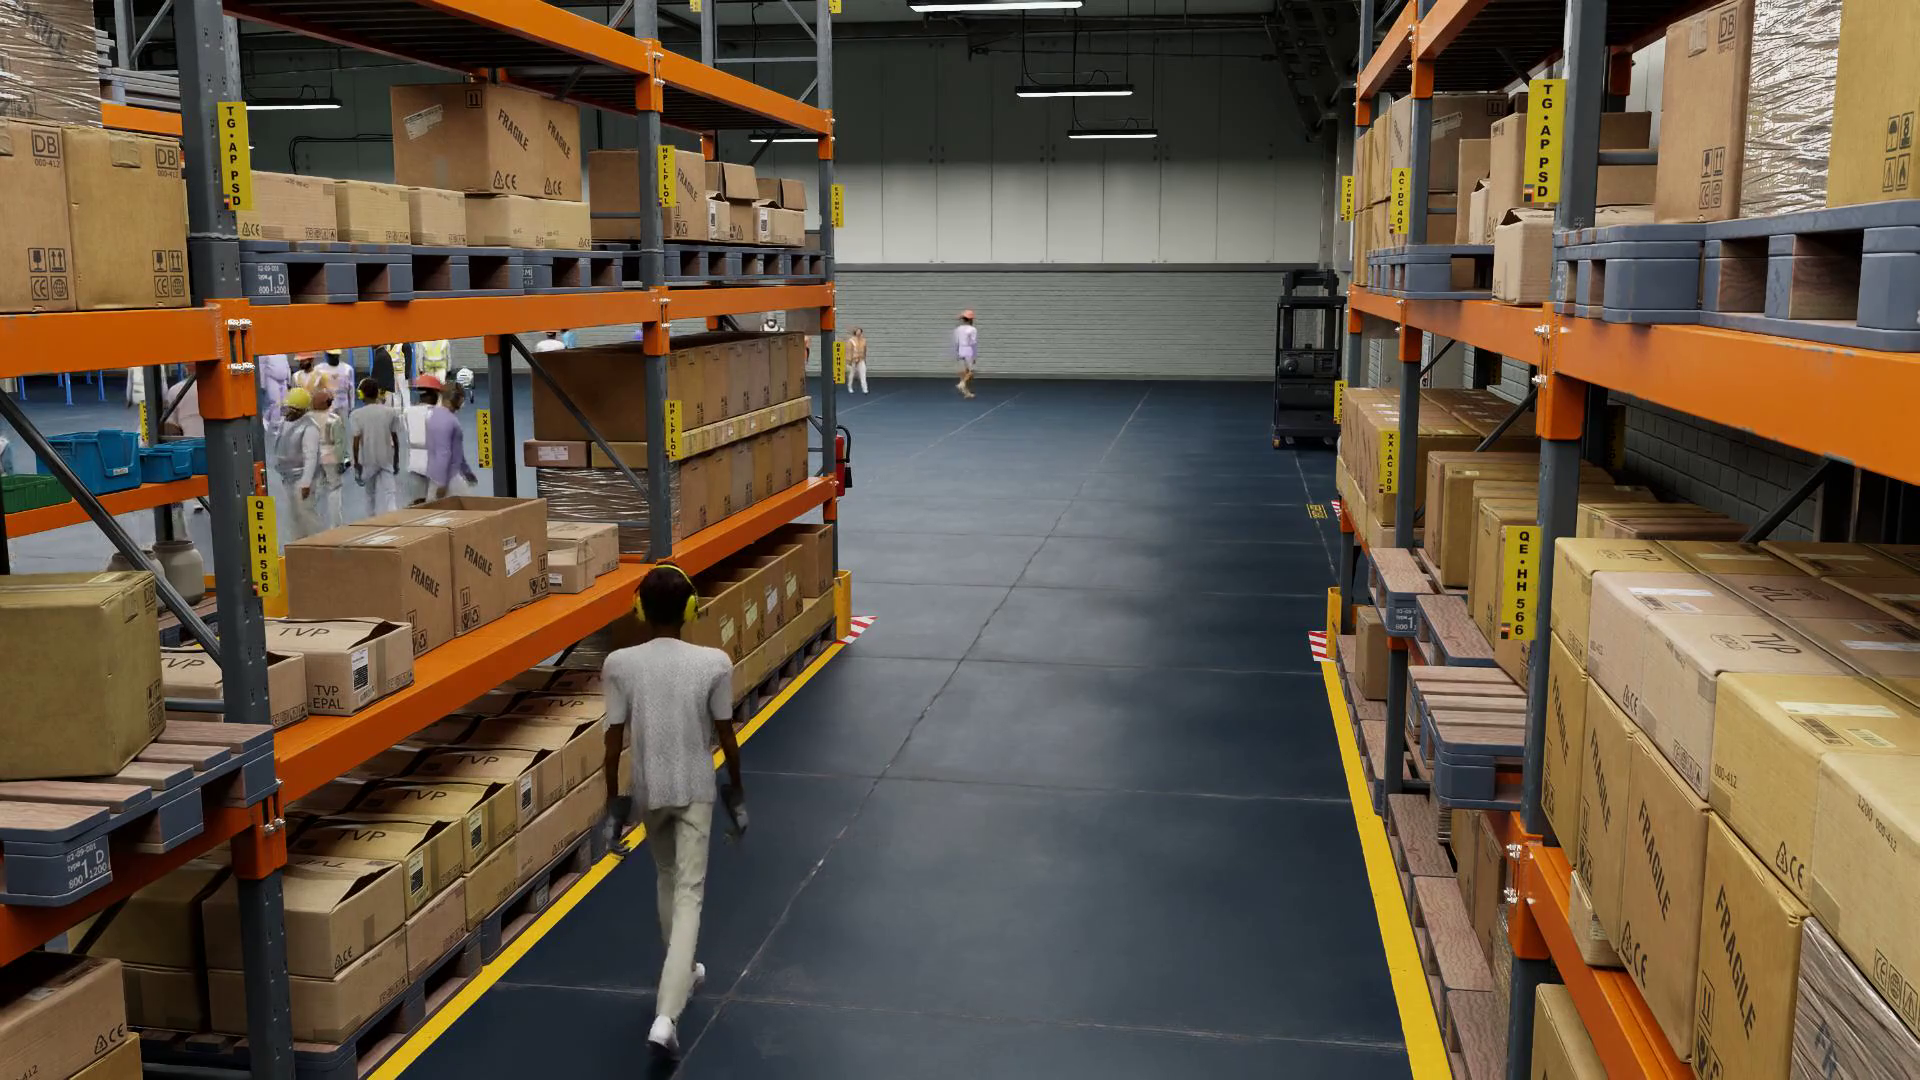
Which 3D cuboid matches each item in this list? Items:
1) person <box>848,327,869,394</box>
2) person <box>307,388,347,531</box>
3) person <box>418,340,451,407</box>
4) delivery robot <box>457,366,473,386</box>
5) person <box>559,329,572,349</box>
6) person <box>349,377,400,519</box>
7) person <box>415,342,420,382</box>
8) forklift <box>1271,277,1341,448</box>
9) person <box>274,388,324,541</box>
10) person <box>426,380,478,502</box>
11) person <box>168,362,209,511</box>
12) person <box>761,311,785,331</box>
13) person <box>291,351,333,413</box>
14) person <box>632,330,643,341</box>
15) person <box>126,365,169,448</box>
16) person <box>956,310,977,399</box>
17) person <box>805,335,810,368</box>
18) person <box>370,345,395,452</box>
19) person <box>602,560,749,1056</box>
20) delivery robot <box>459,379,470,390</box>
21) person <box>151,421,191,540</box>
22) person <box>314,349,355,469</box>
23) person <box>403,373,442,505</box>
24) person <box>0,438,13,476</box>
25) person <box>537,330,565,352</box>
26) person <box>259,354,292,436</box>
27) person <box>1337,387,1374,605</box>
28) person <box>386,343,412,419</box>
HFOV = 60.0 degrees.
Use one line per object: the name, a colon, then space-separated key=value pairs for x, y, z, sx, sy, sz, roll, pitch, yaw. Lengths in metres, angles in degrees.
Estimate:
person: x=-2.460 y=-4.278 z=39.601 sx=0.531 sy=1.589 sz=0.893 roll=-5 pitch=10 yaw=-28
person: x=-7.060 y=-0.859 z=18.399 sx=0.528 sy=1.623 sz=0.544 roll=3 pitch=10 yaw=16
person: x=-10.916 y=-3.570 z=34.598 sx=0.633 sy=1.808 sz=0.908 roll=-2 pitch=9 yaw=-11
delivery robot: x=-12.329 y=-4.083 z=41.410 sx=0.477 sy=0.478 sz=0.707 roll=-2 pitch=9 yaw=-11
person: x=-9.702 y=-4.554 z=41.050 sx=0.369 sy=1.666 sz=0.675 roll=-2 pitch=9 yaw=-9
person: x=-6.082 y=-0.790 z=17.386 sx=0.525 sy=1.822 sz=0.989 roll=-5 pitch=10 yaw=-28
person: x=-13.953 y=-4.886 z=43.321 sx=0.855 sy=1.582 sz=0.528 roll=7 pitch=11 yaw=36
forklift: x=5.847 y=-3.016 z=27.970 sx=1.129 sy=2.768 sz=1.873 roll=1 pitch=9 yaw=9
person: x=-6.546 y=-0.619 z=16.462 sx=0.408 sy=1.781 sz=0.673 roll=-9 pitch=13 yaw=-44
person: x=-4.881 y=-0.590 z=15.968 sx=0.986 sy=1.877 sz=0.627 roll=-4 pitch=10 yaw=-25
person: x=-9.360 y=-1.305 z=20.446 sx=0.659 sy=1.860 sz=0.980 roll=-4 pitch=10 yaw=-22
person: x=-4.236 y=-4.131 z=37.425 sx=0.712 sy=2.000 sz=0.847 roll=-2 pitch=9 yaw=-11
person: x=-8.804 y=-1.655 z=22.420 sx=0.568 sy=1.908 sz=0.752 roll=2 pitch=10 yaw=14
person: x=-5.312 y=-2.564 z=27.962 sx=0.444 sy=1.926 sz=0.628 roll=8 pitch=12 yaw=41
person: x=-12.729 y=-2.230 z=26.079 sx=0.637 sy=1.884 sz=1.030 roll=2 pitch=9 yaw=13
person: x=0.129 y=-4.250 z=38.086 sx=0.606 sy=2.028 sz=0.560 roll=8 pitch=12 yaw=42
person: x=-3.896 y=-4.443 z=40.304 sx=0.549 sy=1.680 sz=0.412 roll=-3 pitch=10 yaw=-16
person: x=-9.373 y=-2.421 z=26.946 sx=0.415 sy=1.986 sz=0.605 roll=-3 pitch=10 yaw=-19
person: x=-1.093 y=0.997 z=6.350 sx=0.526 sy=1.840 sz=0.962 roll=1 pitch=9 yaw=5
delivery robot: x=-10.968 y=-3.427 z=36.567 sx=0.335 sy=0.223 sz=0.698 roll=-3 pitch=10 yaw=-18
person: x=-7.066 y=-0.262 z=14.760 sx=0.496 sy=1.602 sz=0.571 roll=-1 pitch=9 yaw=-7
person: x=-9.266 y=-1.997 z=24.642 sx=0.610 sy=1.868 sz=0.993 roll=-4 pitch=10 yaw=-25
person: x=-5.300 y=-0.739 z=16.851 sx=0.566 sy=1.882 sz=0.978 roll=5 pitch=11 yaw=29
person: x=-9.358 y=-0.448 z=15.981 sx=0.532 sy=1.591 sz=0.827 roll=-1 pitch=9 yaw=-6
person: x=-7.778 y=-3.211 z=32.014 sx=0.557 sy=1.916 sz=0.705 roll=2 pitch=9 yaw=12
person: x=-12.233 y=-2.789 z=29.541 sx=0.722 sy=1.878 sz=0.669 roll=3 pitch=10 yaw=20
person: x=3.408 y=-0.288 z=13.824 sx=0.607 sy=1.966 sz=0.367 roll=-3 pitch=10 yaw=-18
person: x=-11.156 y=-3.335 z=32.999 sx=0.636 sy=1.842 sz=0.429 roll=6 pitch=11 yaw=34
